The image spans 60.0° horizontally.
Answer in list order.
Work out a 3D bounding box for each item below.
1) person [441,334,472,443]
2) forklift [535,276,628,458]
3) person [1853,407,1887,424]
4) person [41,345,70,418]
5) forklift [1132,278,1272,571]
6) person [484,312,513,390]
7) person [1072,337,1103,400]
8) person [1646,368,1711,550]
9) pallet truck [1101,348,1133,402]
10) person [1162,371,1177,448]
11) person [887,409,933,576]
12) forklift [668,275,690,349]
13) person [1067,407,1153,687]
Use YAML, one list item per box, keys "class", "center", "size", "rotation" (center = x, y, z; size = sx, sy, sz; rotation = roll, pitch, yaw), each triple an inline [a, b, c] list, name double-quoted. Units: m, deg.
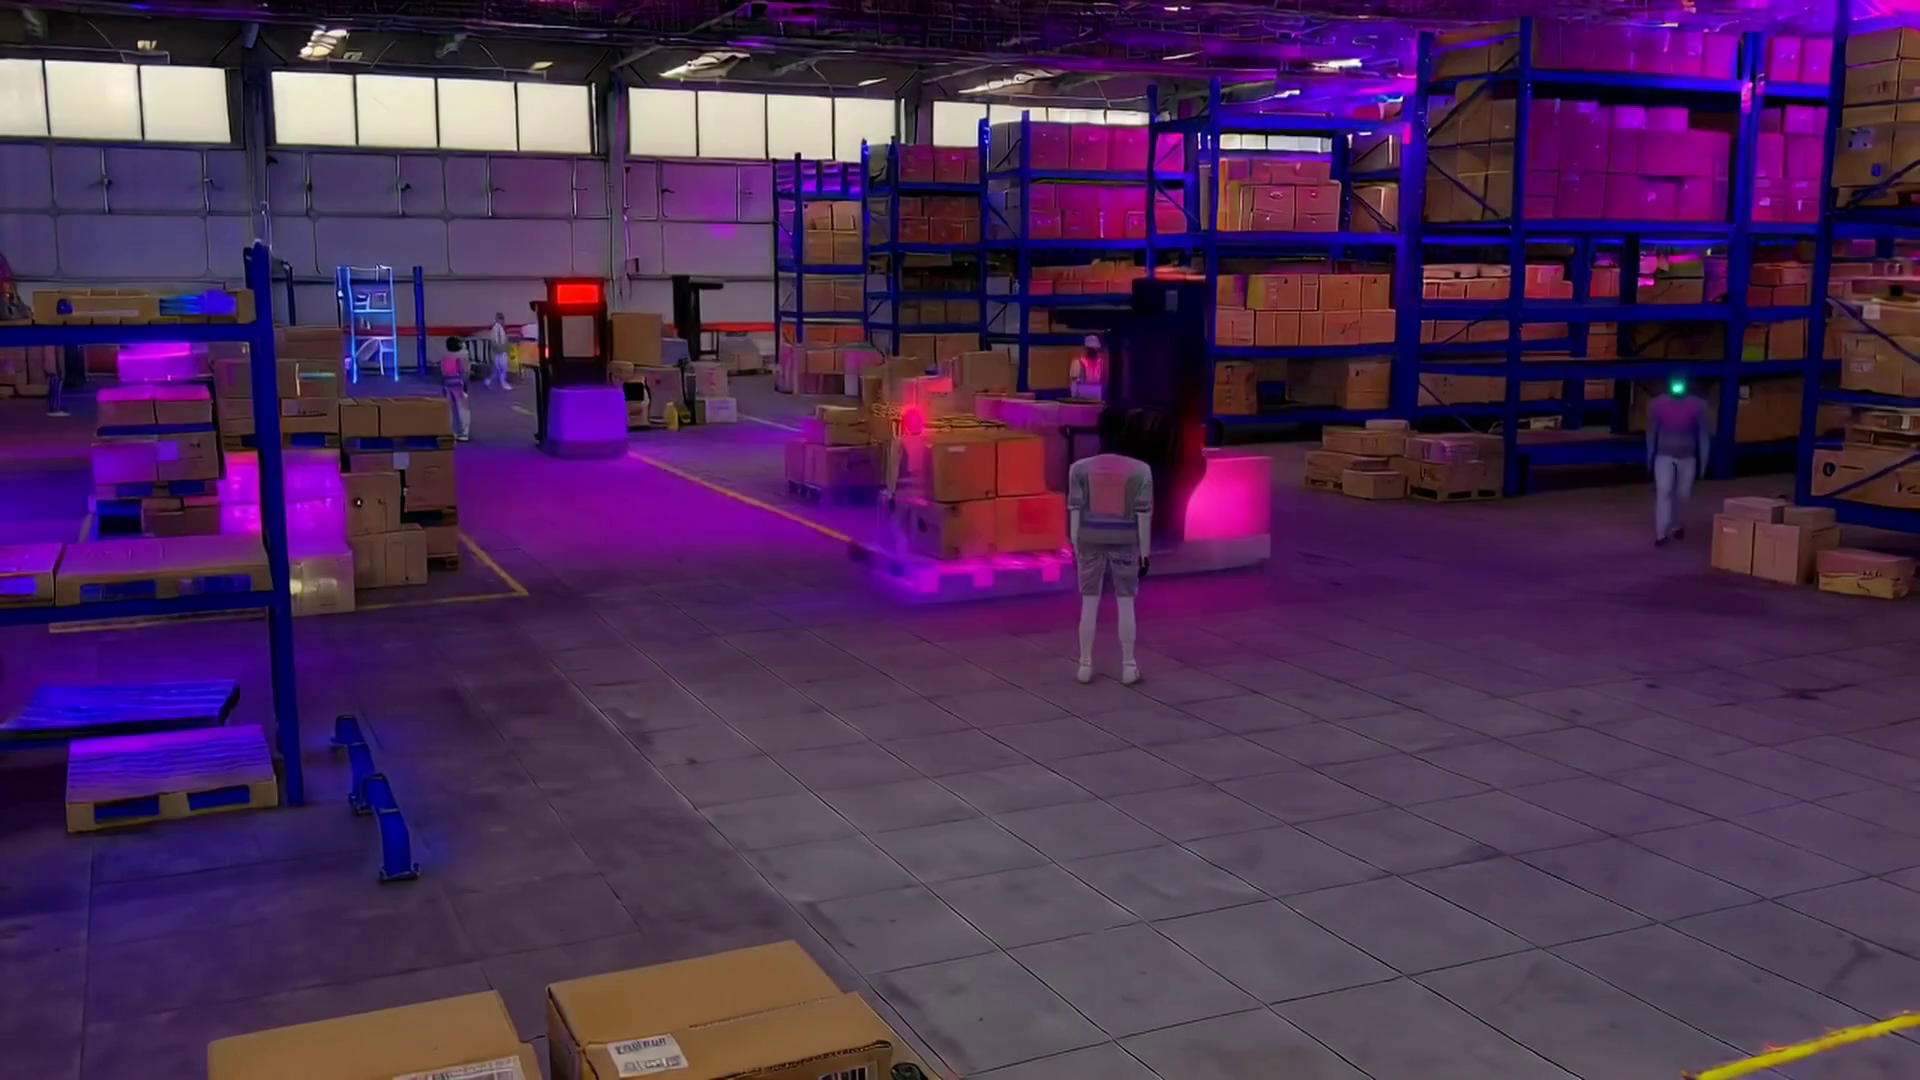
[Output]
- class: "person"
  center: [-8.573, -2.574, 28.274]
  size: [0.625, 1.844, 0.429]
  rotation: [6, 11, 31]
- class: "forklift"
  center: [-6.018, -2.772, 26.287]
  size: [1.129, 2.768, 1.873]
  rotation: [-4, 10, -25]
- class: "person"
  center: [12.093, -1.587, 21.866]
  size: [1.045, 1.938, 0.631]
  rotation: [-2, 9, -14]
- class: "person"
  center: [-18.021, -3.390, 33.089]
  size: [0.367, 1.930, 0.631]
  rotation: [-1, 9, -9]
- class: "forklift"
  center: [2.055, -1.171, 16.352]
  size: [1.873, 2.768, 1.129]
  rotation: [-4, 10, -25]
- class: "person"
  center: [-11.353, -4.621, 40.734]
  size: [0.723, 1.921, 0.553]
  rotation: [-8, 12, -41]
- class: "person"
  center: [2.018, -2.271, 26.314]
  size: [0.576, 1.877, 1.046]
  rotation: [-4, 10, -22]
- class: "person"
  center: [7.589, -0.880, 17.604]
  size: [0.644, 1.905, 0.965]
  rotation: [5, 10, 27]
- class: "pallet truck"
  center: [2.881, -2.596, 27.923]
  size: [0.823, 1.965, 1.885]
  rotation: [-1, 9, -7]
- class: "person"
  center: [2.396, -1.047, 18.868]
  size: [0.523, 1.815, 0.985]
  rotation: [3, 10, 18]
- class: "person"
  center: [-0.414, -0.399, 15.436]
  size: [0.524, 1.630, 0.381]
  rotation: [-2, 9, -10]
- class: "forklift"
  center: [-6.954, -5.232, 41.549]
  size: [1.873, 2.768, 1.129]
  rotation: [0, 9, 1]
- class: "person"
  center: [1.046, 0.050, 11.648]
  size: [0.604, 1.957, 0.386]
  rotation: [2, 9, 14]
